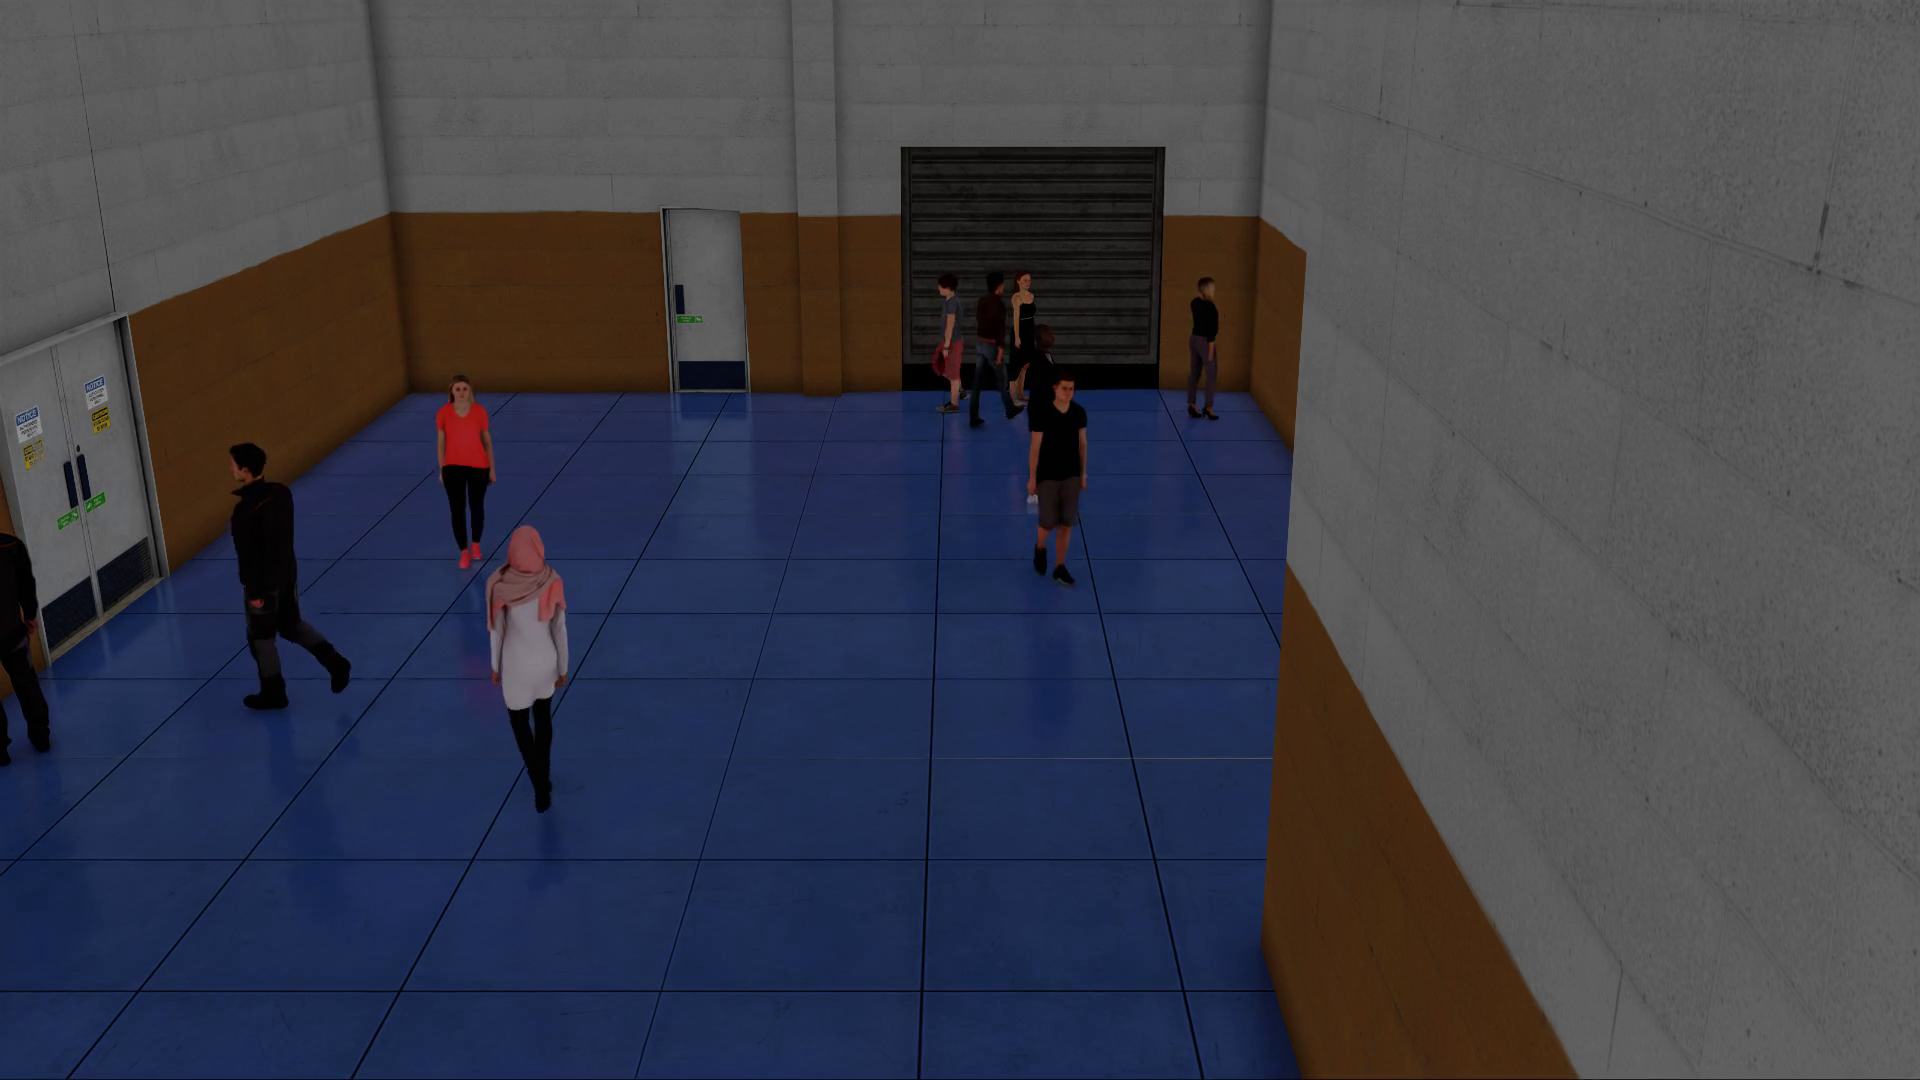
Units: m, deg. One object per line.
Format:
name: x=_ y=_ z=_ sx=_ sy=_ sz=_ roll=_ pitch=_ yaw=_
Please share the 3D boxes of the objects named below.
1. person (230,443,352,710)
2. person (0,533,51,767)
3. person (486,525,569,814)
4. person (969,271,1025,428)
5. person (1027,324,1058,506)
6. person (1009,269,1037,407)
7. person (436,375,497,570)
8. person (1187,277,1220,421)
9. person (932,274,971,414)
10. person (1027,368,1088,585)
person: x=-4.677 y=0.267 z=11.486 sx=1.068 sy=1.921 sz=0.817 roll=3 pitch=19 yaw=10
person: x=-6.255 y=0.536 z=10.737 sx=0.885 sy=1.869 sz=0.846 roll=16 pitch=24 yaw=39
person: x=-2.606 y=0.805 z=10.108 sx=1.082 sy=1.783 sz=0.935 roll=-7 pitch=20 yaw=-19
person: x=0.273 y=-2.128 z=18.882 sx=1.088 sy=1.735 sz=1.131 roll=14 pitch=23 yaw=36
person: x=0.789 y=-1.234 z=16.187 sx=0.622 sy=1.762 sz=0.692 roll=4 pitch=19 yaw=12
person: x=0.740 y=-2.446 z=19.996 sx=0.715 sy=1.626 sz=0.674 roll=12 pitch=22 yaw=32
person: x=-4.316 y=-0.625 z=14.521 sx=0.820 sy=1.674 sz=0.829 roll=-6 pitch=20 yaw=-18
person: x=2.749 y=-2.205 z=19.220 sx=0.730 sy=1.665 sz=0.705 roll=-11 pitch=21 yaw=-29
person: x=-0.022 y=-2.305 z=19.528 sx=0.671 sy=1.644 sz=0.614 roll=-1 pitch=19 yaw=-2
person: x=0.795 y=-0.558 z=14.043 sx=0.837 sy=1.851 sz=0.899 roll=-7 pitch=20 yaw=-21
